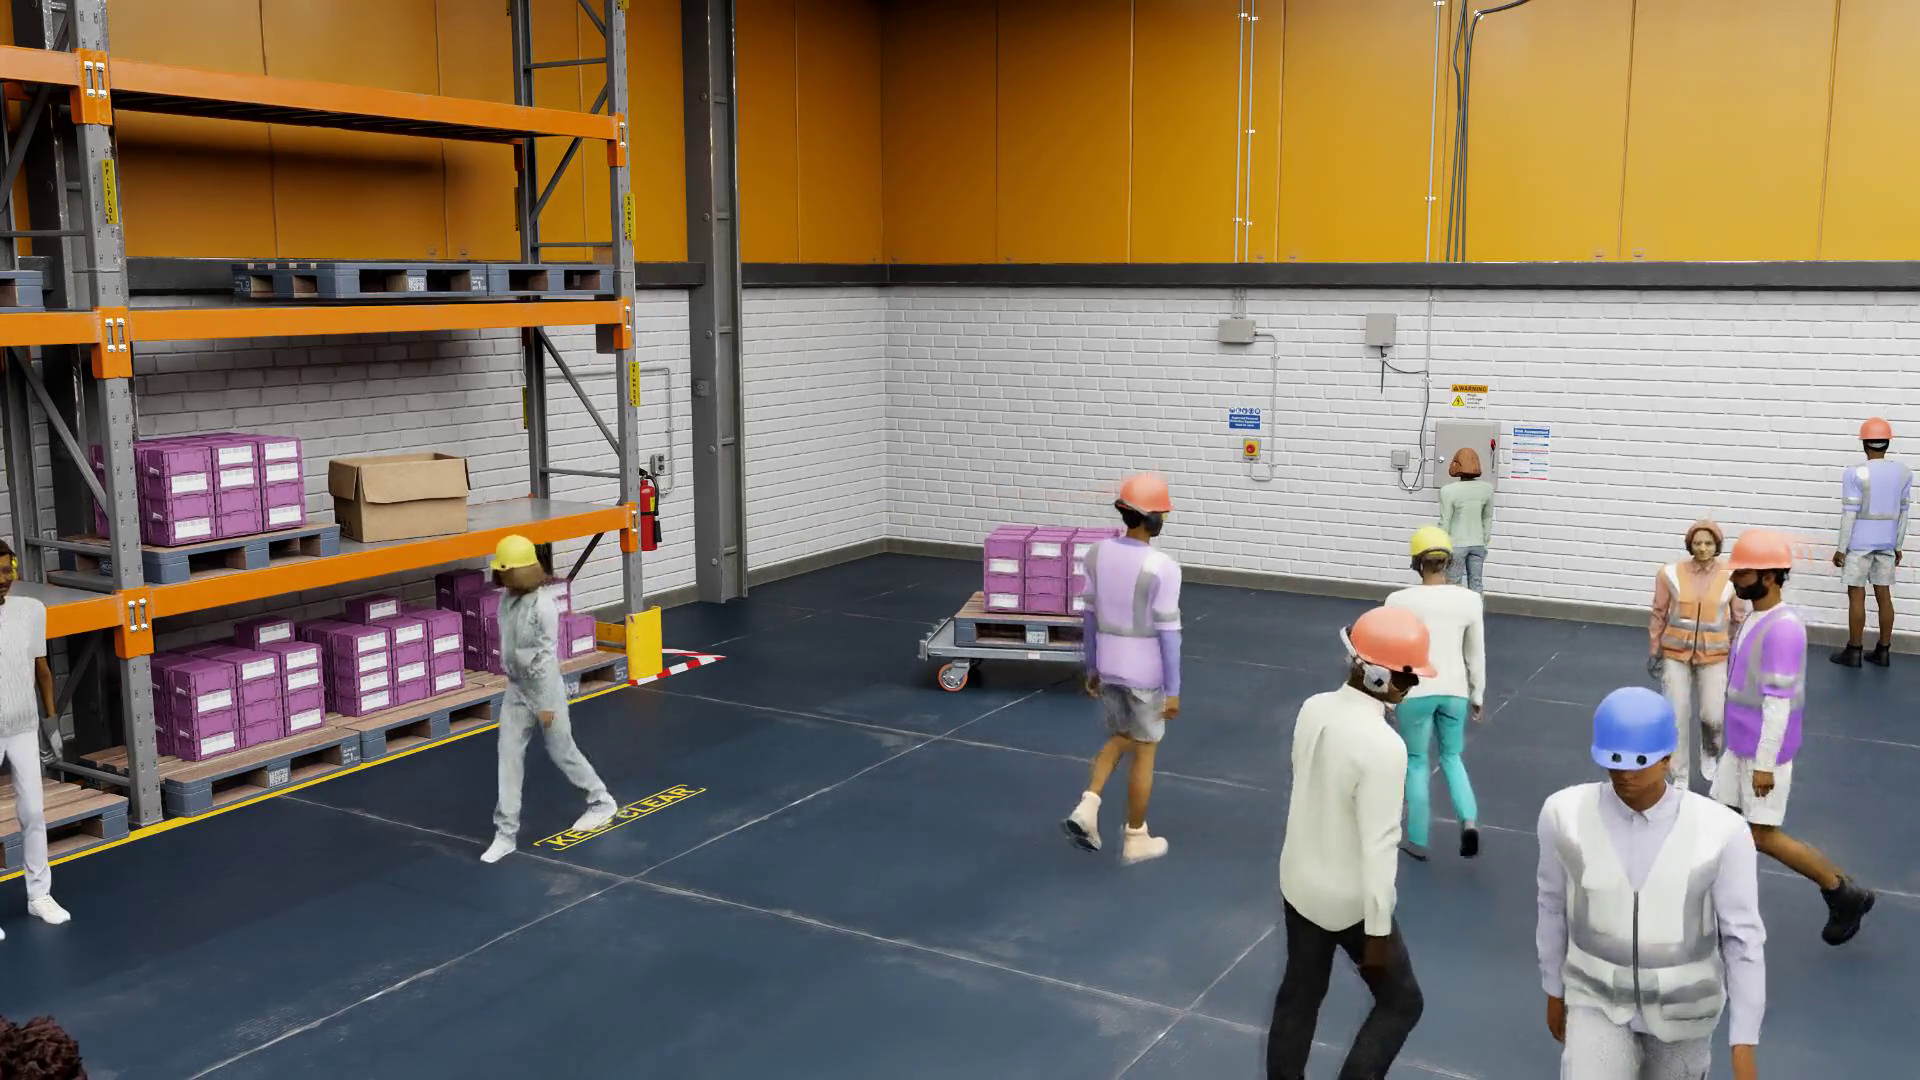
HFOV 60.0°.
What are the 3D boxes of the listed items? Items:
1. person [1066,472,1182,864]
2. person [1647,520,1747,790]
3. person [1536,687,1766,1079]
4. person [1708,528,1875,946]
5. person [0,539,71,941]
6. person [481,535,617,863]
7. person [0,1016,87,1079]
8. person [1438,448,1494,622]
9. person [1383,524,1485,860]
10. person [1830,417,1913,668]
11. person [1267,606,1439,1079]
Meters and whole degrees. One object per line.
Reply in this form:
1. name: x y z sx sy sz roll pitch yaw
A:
1. person: 0.857 0.668 8.470 0.536 2.030 0.627 -8 12 -42
2. person: 4.266 0.683 9.653 0.519 1.628 0.411 4 10 25
3. person: 1.956 1.337 4.766 0.633 1.875 1.057 4 10 25
4. person: 3.647 0.899 7.411 0.771 1.919 0.549 2 9 10
5. person: -4.388 0.895 7.616 0.320 1.861 0.515 7 11 37
6. person: -2.197 0.786 8.770 0.485 1.702 0.811 6 11 35
7. person: -1.372 1.654 2.524 0.614 1.964 0.361 5 10 29
8. person: 4.075 0.067 13.470 0.499 1.633 0.285 -3 10 -18
9. person: 2.442 0.801 8.555 0.535 1.745 0.557 -1 9 -8
10. person: 7.002 0.020 12.826 0.551 1.933 0.369 -1 9 -7
11. person: 1.294 1.178 5.545 0.585 1.954 0.705 -3 10 -20
